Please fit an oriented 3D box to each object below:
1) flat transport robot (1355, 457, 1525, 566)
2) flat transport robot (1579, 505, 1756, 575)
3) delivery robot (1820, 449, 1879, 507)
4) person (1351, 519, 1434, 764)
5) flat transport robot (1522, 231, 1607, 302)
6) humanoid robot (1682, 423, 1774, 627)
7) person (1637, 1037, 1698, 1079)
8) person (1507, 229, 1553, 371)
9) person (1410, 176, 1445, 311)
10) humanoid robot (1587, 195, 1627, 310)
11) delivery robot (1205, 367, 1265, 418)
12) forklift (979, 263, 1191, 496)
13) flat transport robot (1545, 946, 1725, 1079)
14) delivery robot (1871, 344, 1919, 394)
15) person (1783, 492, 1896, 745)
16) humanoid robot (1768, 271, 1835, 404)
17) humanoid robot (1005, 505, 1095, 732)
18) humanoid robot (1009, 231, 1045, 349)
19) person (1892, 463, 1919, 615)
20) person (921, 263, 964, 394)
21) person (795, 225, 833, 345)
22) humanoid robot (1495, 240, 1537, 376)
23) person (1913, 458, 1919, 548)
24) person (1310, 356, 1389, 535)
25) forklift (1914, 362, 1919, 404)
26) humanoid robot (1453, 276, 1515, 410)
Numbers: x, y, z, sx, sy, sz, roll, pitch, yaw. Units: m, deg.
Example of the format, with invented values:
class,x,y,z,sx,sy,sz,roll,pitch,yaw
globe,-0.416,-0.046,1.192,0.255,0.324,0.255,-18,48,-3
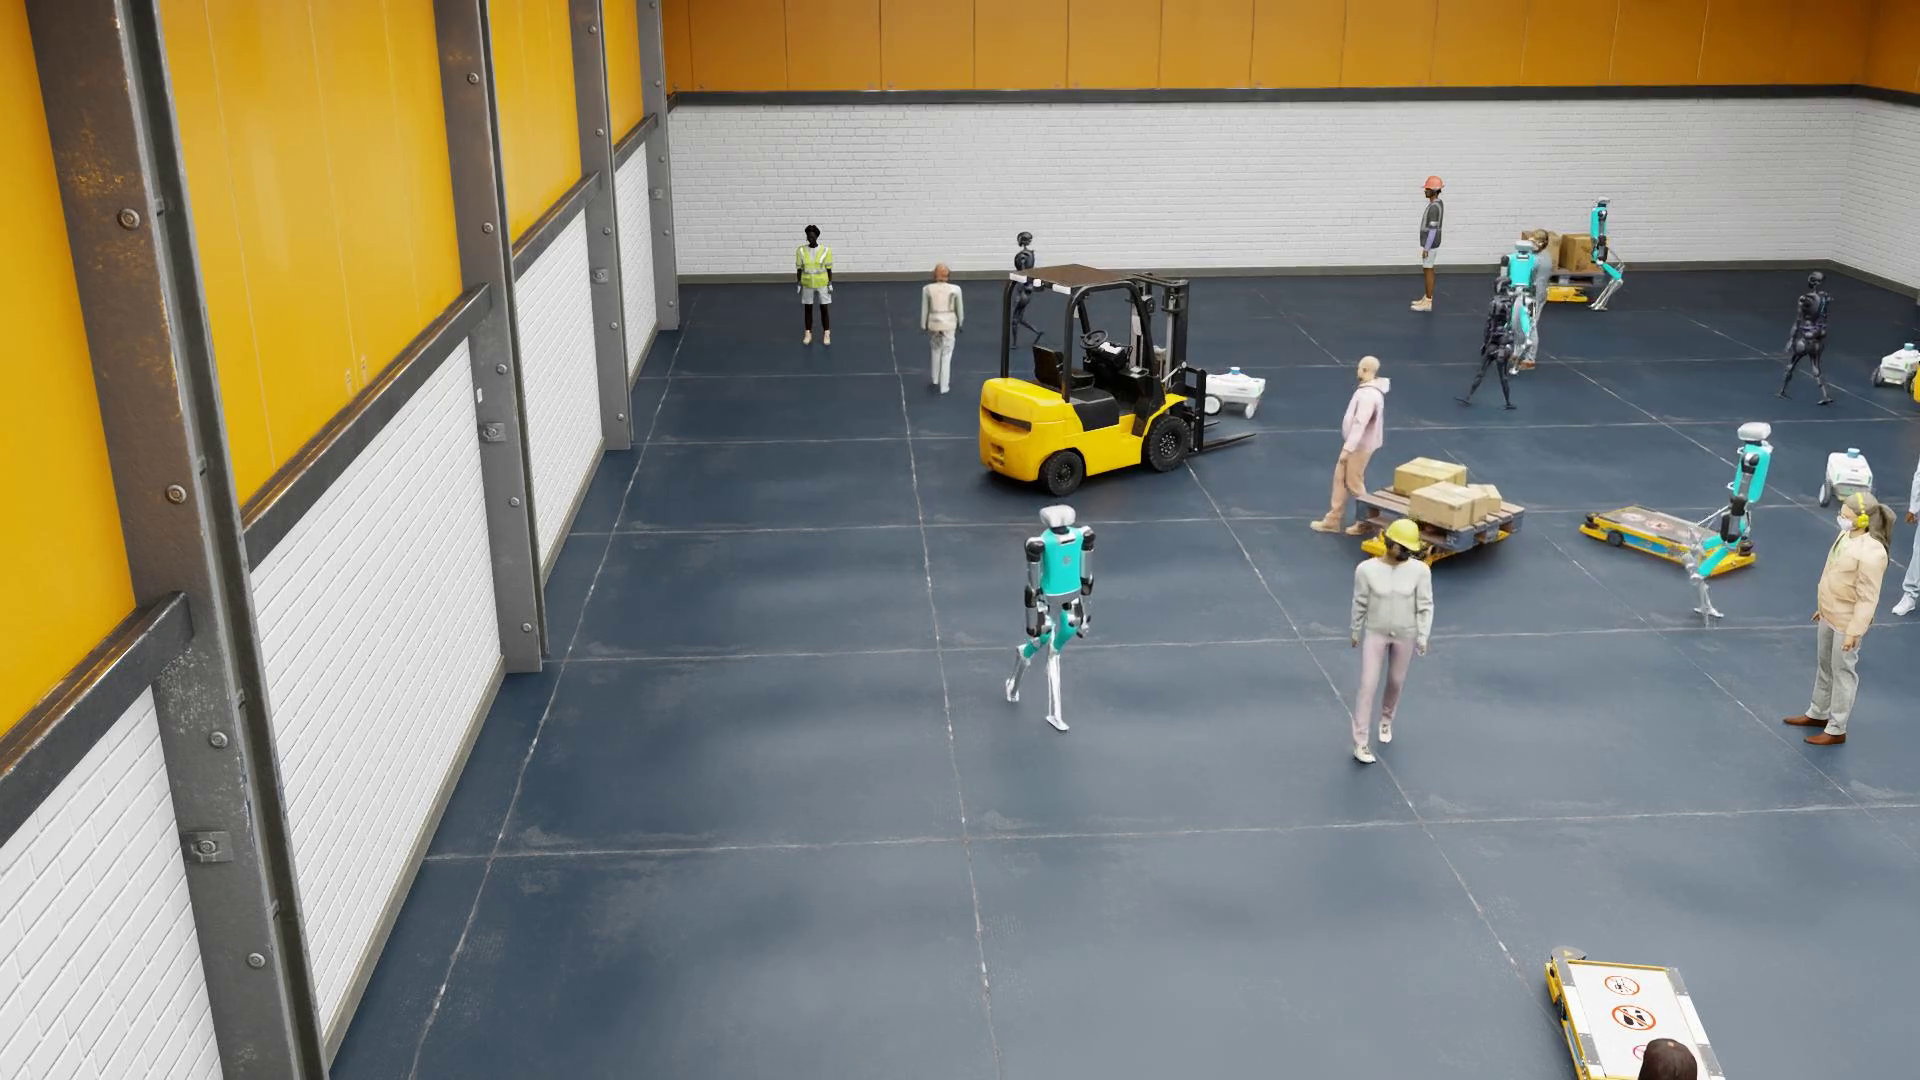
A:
class,x,y,z,sx,sy,sz,roll,pitch,yaw
flat transport robot,4.520,-0.052,15.768,1.431,0.231,0.659,-15,25,-36
flat transport robot,6.651,-0.015,15.668,0.659,0.231,1.431,-13,24,-31
delivery robot,9.042,-0.624,16.917,0.499,0.598,0.802,7,21,19
person,3.011,0.701,11.606,0.536,1.718,0.722,1,20,4
flat transport robot,9.603,-4.057,26.682,0.659,0.231,1.431,4,20,10
humanoid robot,6.295,-0.107,13.871,0.696,1.858,0.536,14,25,34
person,2.559,2.657,6.212,0.474,1.767,0.359,-2,20,-6
person,7.506,-3.146,21.836,0.363,1.898,0.698,-3,20,-8
person,7.145,-4.518,25.370,0.371,2.043,0.604,7,21,18
humanoid robot,9.871,-4.360,25.263,0.694,1.721,0.530,2,20,7
delivery robot,3.269,-1.777,20.079,0.783,0.612,0.523,6,21,17
forklift,1.315,-1.764,17.646,2.313,2.155,1.214,-14,24,-33
flat transport robot,3.477,2.598,8.549,0.659,0.231,1.431,3,20,8
delivery robot,12.038,-2.201,21.201,0.775,0.589,0.499,-16,25,-36
person,6.280,0.552,11.797,0.406,1.876,0.555,1,20,2
humanoid robot,10.450,-2.472,20.393,0.584,1.635,0.773,-10,22,-25
humanoid robot,0.579,0.516,12.155,0.559,1.809,0.906,-9,22,-23
humanoid robot,0.886,-3.444,23.000,0.543,1.642,0.608,2,20,7
person,8.270,-0.248,13.912,0.589,1.918,0.387,16,26,37
person,-0.207,-2.687,20.996,0.518,1.615,0.663,5,21,12
person,-2.041,-3.575,23.305,0.527,1.694,0.320,2,20,5
humanoid robot,7.231,-2.938,21.542,0.532,1.787,0.778,4,21,11
person,9.209,-0.772,15.411,0.821,1.865,0.406,-7,21,-19
person,3.740,-0.881,15.886,0.623,1.741,0.634,2,20,6
forklift,12.602,-2.435,19.475,2.313,2.155,1.214,-1,20,-4
humanoid robot,6.432,-2.366,20.067,0.715,1.636,0.592,-3,20,-7
